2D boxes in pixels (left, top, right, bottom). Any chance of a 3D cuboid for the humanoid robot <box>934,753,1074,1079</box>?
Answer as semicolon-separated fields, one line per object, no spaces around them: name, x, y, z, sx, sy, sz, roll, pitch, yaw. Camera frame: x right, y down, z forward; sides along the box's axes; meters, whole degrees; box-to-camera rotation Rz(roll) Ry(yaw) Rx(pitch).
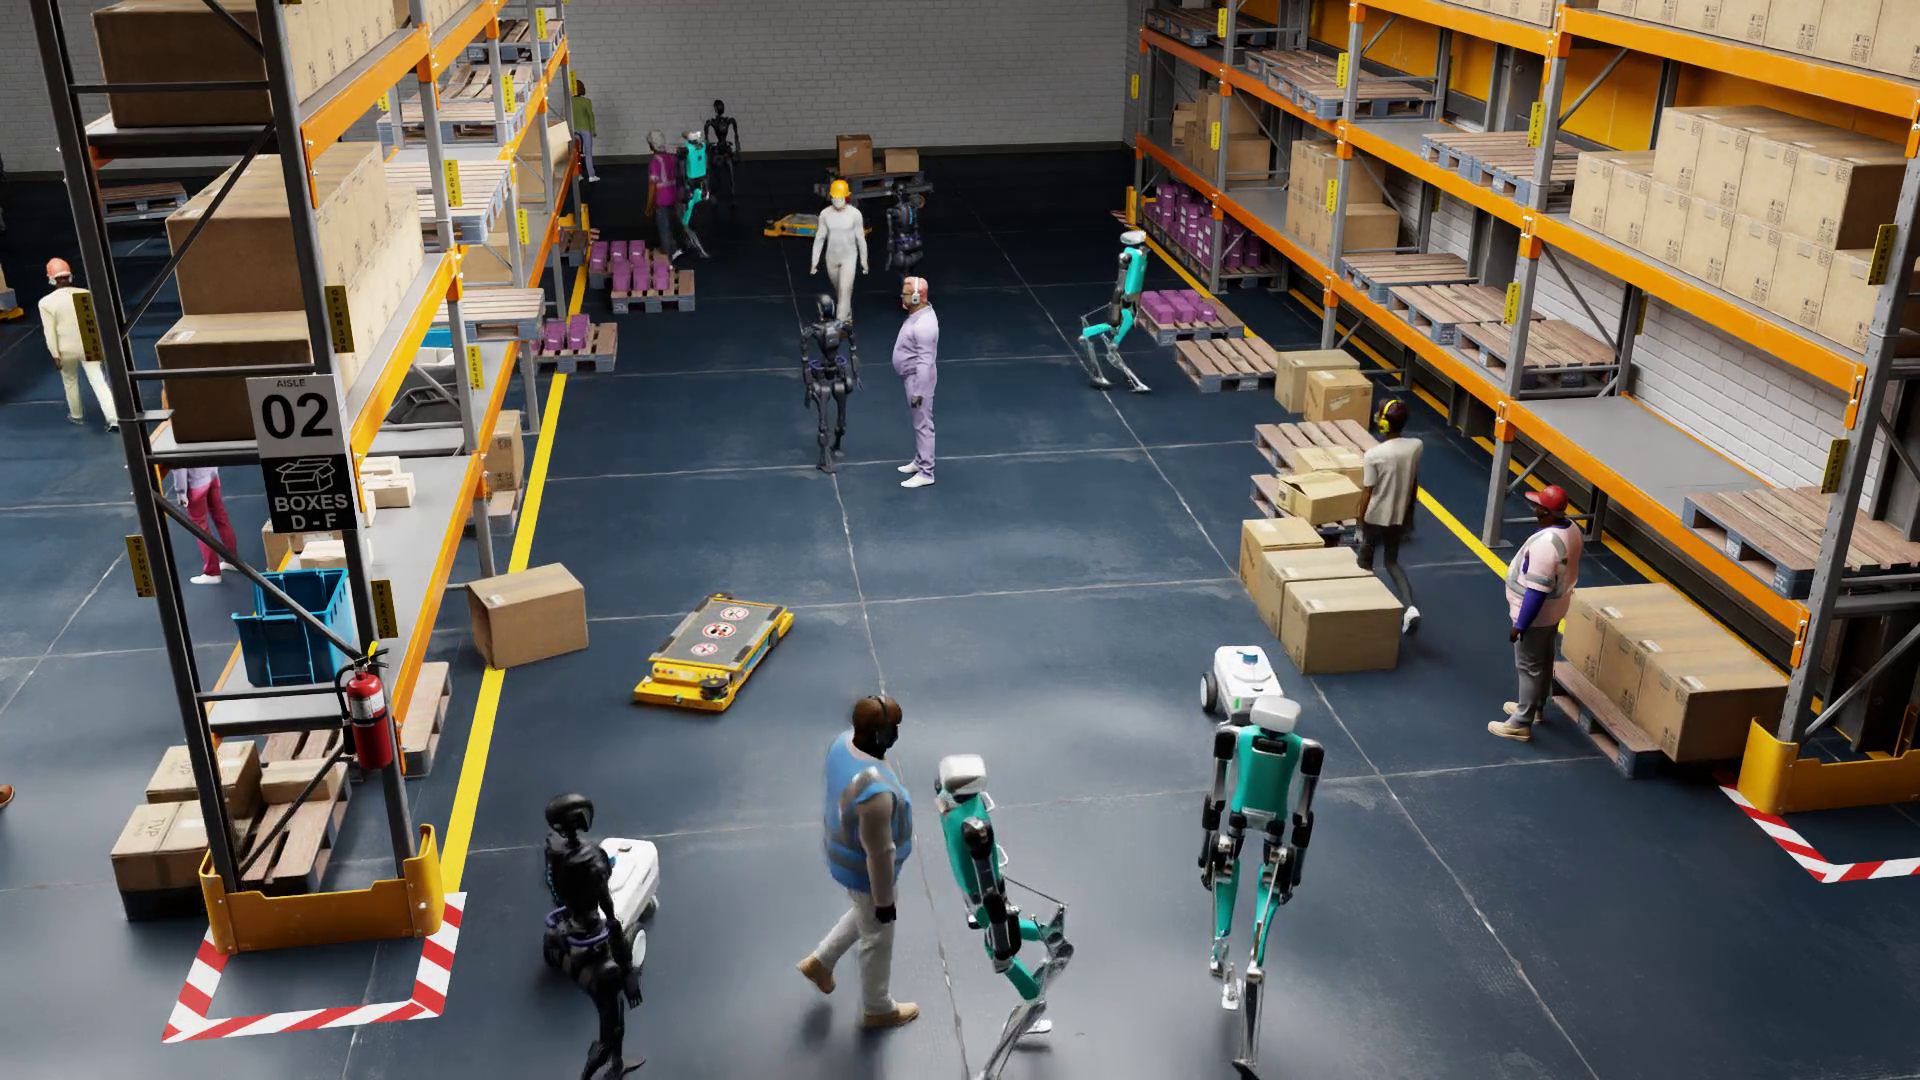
humanoid robot;0.306;1.770;7.845;0.849;1.780;0.533;-8;25;-17

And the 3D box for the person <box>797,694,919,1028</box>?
person;-0.479;1.593;8.116;0.517;1.824;0.652;-7;25;-16

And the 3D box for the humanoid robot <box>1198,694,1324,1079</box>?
humanoid robot;1.384;1.719;7.971;0.568;1.753;1.017;6;24;13

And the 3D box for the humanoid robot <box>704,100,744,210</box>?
humanoid robot;-3.636;-5.905;25.416;0.587;1.635;0.687;-12;26;-25

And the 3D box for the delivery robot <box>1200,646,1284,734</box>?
delivery robot;1.898;0.991;11.048;0.518;0.582;0.744;-1;24;-3

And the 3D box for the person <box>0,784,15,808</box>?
person;-6.109;0.755;9.813;0.611;1.995;0.376;-2;24;-5

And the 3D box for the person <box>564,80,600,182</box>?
person;-6.196;-6.698;27.235;0.497;1.633;0.283;6;24;13

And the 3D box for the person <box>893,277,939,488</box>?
person;-0.395;-1.415;14.865;0.409;1.910;0.638;-1;24;-3

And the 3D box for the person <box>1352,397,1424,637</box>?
person;3.105;-0.137;12.023;0.535;1.846;0.643;-8;25;-18

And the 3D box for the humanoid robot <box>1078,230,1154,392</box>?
humanoid robot;1.588;-2.355;17.210;0.975;1.736;0.542;15;28;31

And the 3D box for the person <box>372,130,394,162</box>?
person;-8.104;-5.081;23.481;0.652;1.681;0.857;15;28;30

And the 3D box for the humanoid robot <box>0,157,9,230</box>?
humanoid robot;-14.168;-5.322;24.099;0.616;1.624;0.731;-15;28;-30

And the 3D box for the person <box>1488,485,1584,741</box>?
person;3.727;0.463;10.776;0.419;1.754;0.606;17;29;34

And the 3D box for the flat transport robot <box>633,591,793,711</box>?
flat transport robot;-1.740;0.781;11.900;0.659;0.231;1.431;6;24;13

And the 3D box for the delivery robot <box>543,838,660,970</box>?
delivery robot;-1.894;1.950;8.896;0.520;0.608;0.779;4;24;10

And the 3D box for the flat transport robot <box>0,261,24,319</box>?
flat transport robot;-11.909;-2.597;19.595;0.659;0.231;1.431;11;26;24

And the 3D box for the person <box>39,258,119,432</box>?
person;-8.593;-1.902;16.213;0.877;1.711;0.575;20;31;38

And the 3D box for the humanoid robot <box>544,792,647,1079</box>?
humanoid robot;-1.715;1.878;7.675;0.507;1.640;0.601;-21;31;-39

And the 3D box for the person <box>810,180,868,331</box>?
person;-1.401;-3.194;19.016;0.612;1.832;1.017;7;25;15

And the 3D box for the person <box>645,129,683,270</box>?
person;-3.954;-4.472;21.942;0.413;1.830;0.628;7;25;16

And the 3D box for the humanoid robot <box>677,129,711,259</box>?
humanoid robot;-3.690;-4.704;22.547;0.965;1.733;0.576;19;30;37

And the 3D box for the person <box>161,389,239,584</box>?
person;-5.949;-0.436;12.986;0.278;1.628;0.503;4;24;10

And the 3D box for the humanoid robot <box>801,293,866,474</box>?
humanoid robot;-1.162;-1.469;15.318;0.598;1.643;0.589;-11;26;-23

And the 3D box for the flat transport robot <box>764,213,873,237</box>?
flat transport robot;-2.032;-4.494;23.916;1.431;0.231;0.659;6;25;14

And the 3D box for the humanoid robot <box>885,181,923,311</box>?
humanoid robot;-0.607;-3.423;19.756;0.544;1.629;0.584;17;29;34
